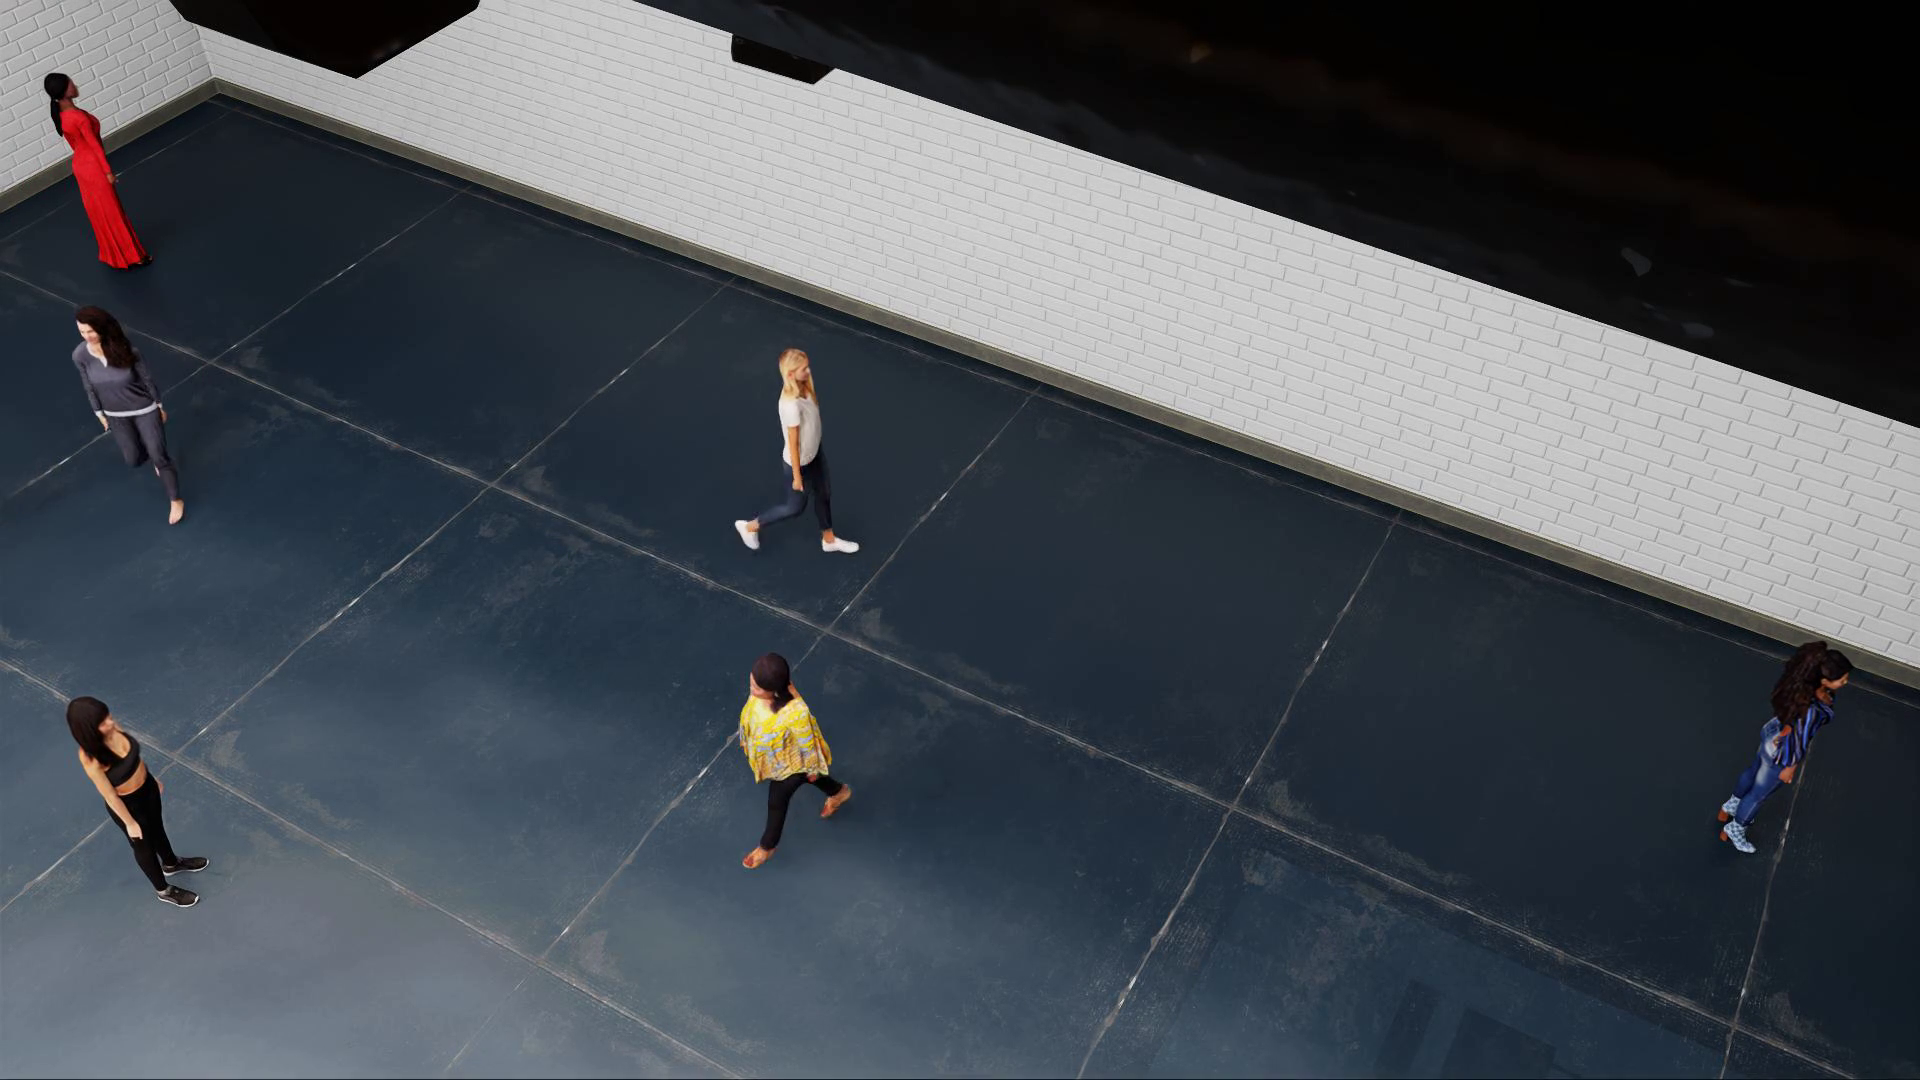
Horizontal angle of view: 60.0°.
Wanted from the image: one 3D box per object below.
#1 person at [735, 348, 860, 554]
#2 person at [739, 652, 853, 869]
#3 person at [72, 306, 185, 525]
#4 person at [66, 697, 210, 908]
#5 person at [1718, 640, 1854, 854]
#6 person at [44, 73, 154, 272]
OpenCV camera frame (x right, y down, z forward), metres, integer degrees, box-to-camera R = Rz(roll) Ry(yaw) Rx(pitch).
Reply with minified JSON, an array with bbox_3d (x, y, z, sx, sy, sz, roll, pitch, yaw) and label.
[{"bbox_3d":[-1.167,-0.557,11.310,0.950,1.788,1.104,4,44,5],"label":"person"},{"bbox_3d":[-0.928,1.193,9.595,1.152,1.619,0.979,-25,49,-24],"label":"person"},{"bbox_3d":[-5.839,-0.962,11.760,0.925,1.753,1.001,-9,44,-10],"label":"person"},{"bbox_3d":[-4.646,1.441,9.318,0.685,1.644,0.589,-3,44,-3],"label":"person"},{"bbox_3d":[4.753,1.187,9.603,0.707,1.617,0.540,14,45,14],"label":"person"},{"bbox_3d":[-7.287,-3.086,13.975,0.662,1.784,0.652,28,50,26],"label":"person"}]
